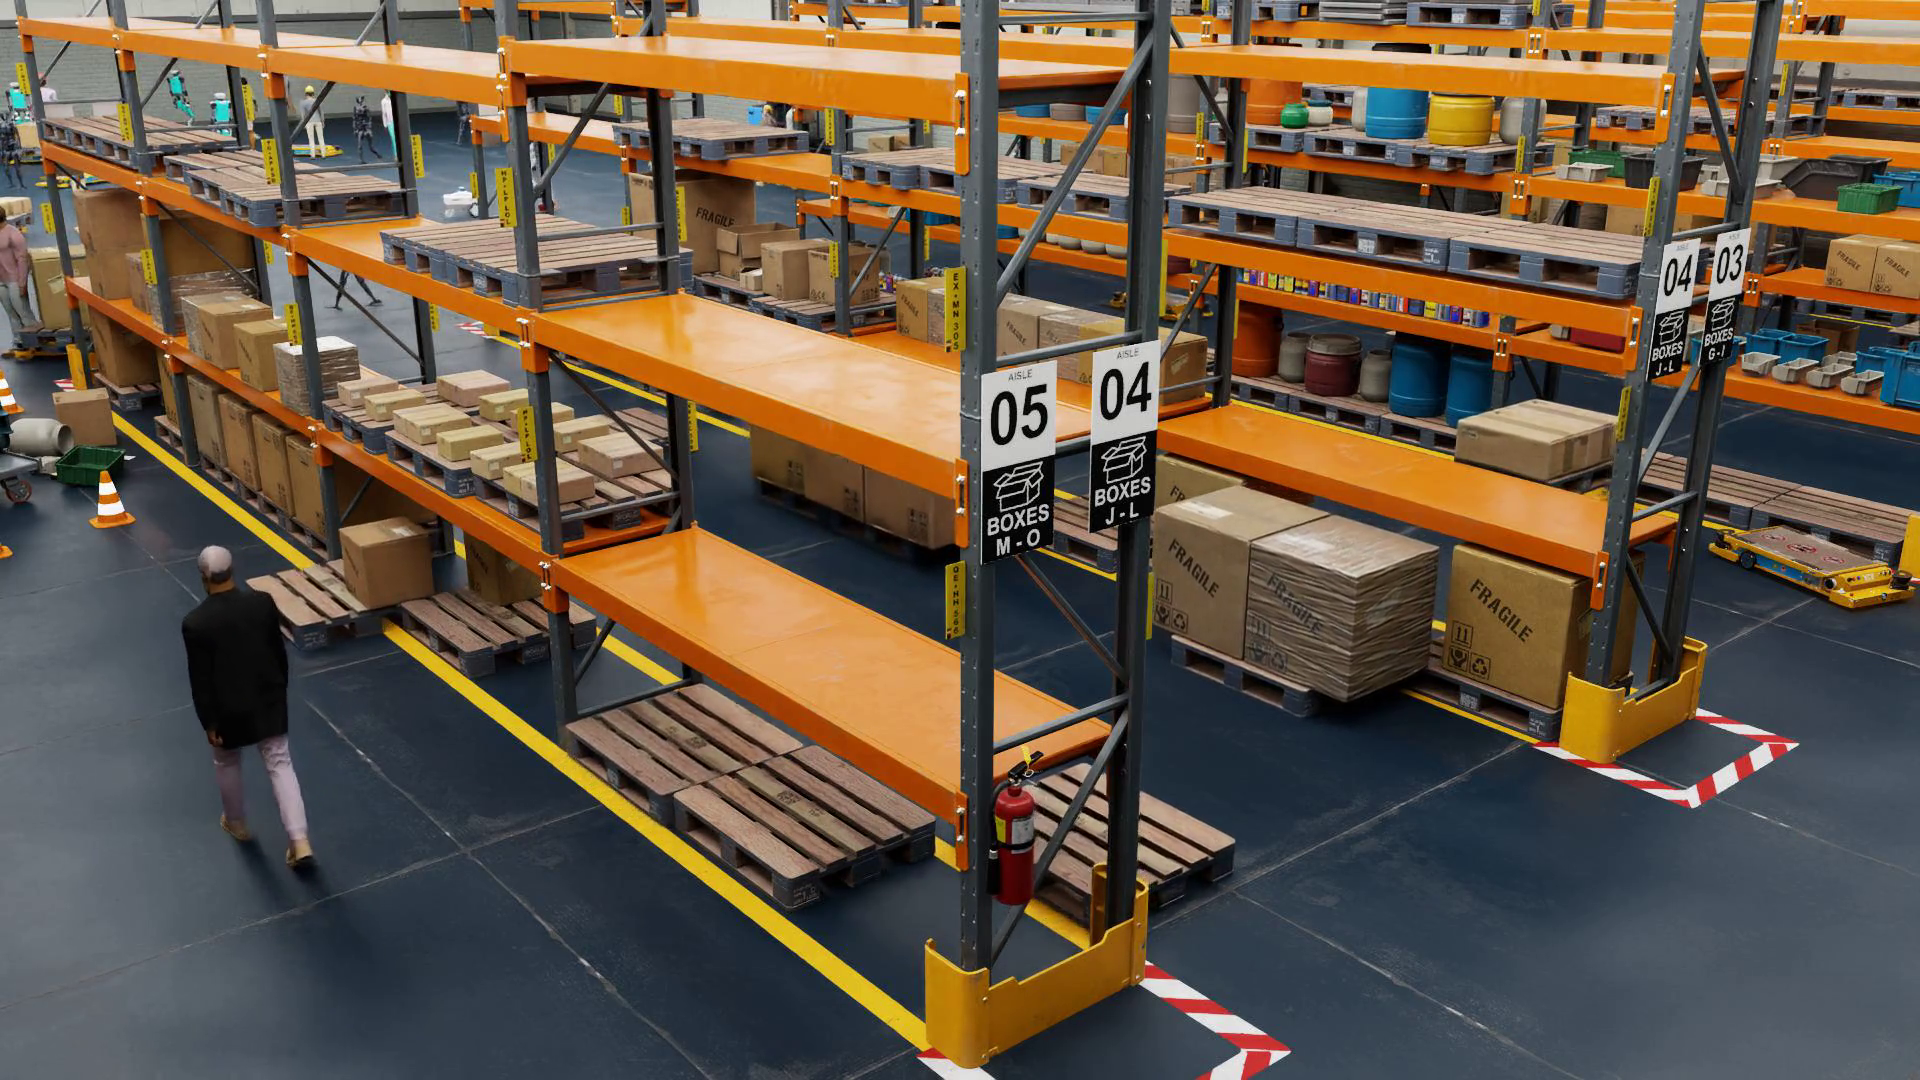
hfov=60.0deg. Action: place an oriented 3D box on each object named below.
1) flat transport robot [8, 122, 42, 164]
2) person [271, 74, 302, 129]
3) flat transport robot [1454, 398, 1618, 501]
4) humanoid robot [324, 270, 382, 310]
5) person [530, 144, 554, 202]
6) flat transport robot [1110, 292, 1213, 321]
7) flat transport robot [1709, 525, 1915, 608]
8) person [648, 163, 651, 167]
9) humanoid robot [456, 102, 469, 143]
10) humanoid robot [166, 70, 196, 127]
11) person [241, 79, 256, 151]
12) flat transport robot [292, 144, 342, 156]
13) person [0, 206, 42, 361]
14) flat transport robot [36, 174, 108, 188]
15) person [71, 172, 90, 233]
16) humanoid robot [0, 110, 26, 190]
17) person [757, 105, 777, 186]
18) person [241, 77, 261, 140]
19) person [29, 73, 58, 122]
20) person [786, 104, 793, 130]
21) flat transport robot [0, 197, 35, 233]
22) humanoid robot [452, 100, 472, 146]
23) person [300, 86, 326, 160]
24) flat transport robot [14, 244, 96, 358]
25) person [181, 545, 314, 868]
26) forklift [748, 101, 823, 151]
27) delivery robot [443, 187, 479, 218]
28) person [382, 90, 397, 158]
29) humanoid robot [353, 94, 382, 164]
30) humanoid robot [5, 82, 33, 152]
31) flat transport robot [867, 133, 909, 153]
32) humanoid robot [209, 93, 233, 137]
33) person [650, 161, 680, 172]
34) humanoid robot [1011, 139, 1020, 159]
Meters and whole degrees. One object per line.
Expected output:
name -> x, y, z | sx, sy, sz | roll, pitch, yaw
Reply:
flat transport robot -> -22.252, -9.278, 40.341 | 1.431, 0.231, 0.659 | -7, 21, -19
person -> -19.487, -12.810, 48.041 | 0.496, 1.828, 0.985 | 13, 23, 33
flat transport robot -> 5.282, -0.445, 15.202 | 0.659, 0.231, 1.431 | -15, 24, -37
humanoid robot -> -8.653, -4.074, 23.475 | 0.787, 1.625, 0.599 | -8, 21, -21
person -> -8.413, -7.380, 32.588 | 0.861, 1.855, 0.621 | 2, 19, 4
flat transport robot -> 2.816, -3.293, 23.307 | 0.659, 0.231, 1.431 | -14, 24, -34
flat transport robot -> 6.832, 0.193, 13.386 | 0.659, 0.231, 1.431 | -8, 21, -21
person -> -6.044, -7.549, 33.206 | 0.329, 1.735, 0.471 | 8, 21, 22
humanoid robot -> -13.154, -11.456, 44.446 | 0.616, 1.653, 0.385 | 2, 19, 5
humanoid robot -> -21.844, -12.366, 46.996 | 0.550, 1.829, 0.893 | 5, 20, 13
person -> -17.966, -10.670, 41.907 | 0.389, 1.854, 0.797 | -8, 21, -22
flat transport robot -> -16.360, -9.774, 41.753 | 1.431, 0.231, 0.659 | 2, 19, 7
person -> -11.681, -3.174, 20.465 | 0.627, 1.933, 0.372 | 11, 22, 27
flat transport robot -> -19.353, -7.877, 36.354 | 0.659, 0.231, 1.431 | 9, 21, 24
person -> -15.877, -6.484, 29.943 | 0.381, 1.891, 0.545 | -13, 23, -33
humanoid robot -> -20.259, -8.326, 35.515 | 0.590, 1.653, 0.328 | 7, 20, 19
person -> -4.154, -8.531, 36.009 | 0.582, 1.733, 0.628 | -10, 22, -26
person -> -19.351, -11.728, 45.225 | 0.860, 1.645, 0.542 | 13, 23, 32
person -> -22.952, -10.669, 41.733 | 0.645, 1.999, 1.038 | -10, 22, -26
person -> -3.611, -8.780, 36.481 | 0.377, 1.889, 0.582 | 4, 20, 10
flat transport robot -> -17.118, -5.410, 29.334 | 0.659, 0.231, 1.431 | -2, 19, -6
humanoid robot -> -13.007, -11.134, 43.572 | 0.732, 1.622, 0.583 | -11, 22, -29
person -> -15.846, -10.218, 40.758 | 0.531, 1.768, 0.309 | -12, 23, -31
flat transport robot -> -11.029, -2.465, 20.951 | 1.431, 0.231, 0.659 | -2, 19, -6
person -> -3.881, 0.896, 9.052 | 0.530, 1.816, 0.941 | -14, 23, -34
forklift -> -4.526, -11.368, 42.374 | 1.129, 2.768, 1.873 | -15, 24, -37
delivery robot -> -9.519, -6.470, 31.908 | 0.790, 0.589, 0.499 | -4, 20, -12
person -> -13.617, -10.017, 40.060 | 0.520, 1.870, 0.967 | -12, 23, -30
humanoid robot -> -14.281, -9.878, 39.948 | 0.603, 1.632, 0.632 | 8, 21, 22
humanoid robot -> -23.738, -10.695, 42.160 | 0.539, 1.785, 0.680 | -6, 20, -16
flat transport robot -> -1.411, -8.349, 37.697 | 0.659, 0.231, 1.431 | 2, 19, 6
humanoid robot -> -17.365, -9.569, 38.982 | 0.921, 1.764, 0.545 | 13, 23, 33
person -> -4.963, -5.944, 28.297 | 0.611, 1.961, 0.364 | 10, 22, 27
humanoid robot -> 1.125, -7.871, 34.109 | 0.680, 1.785, 0.530 | 6, 20, 16
